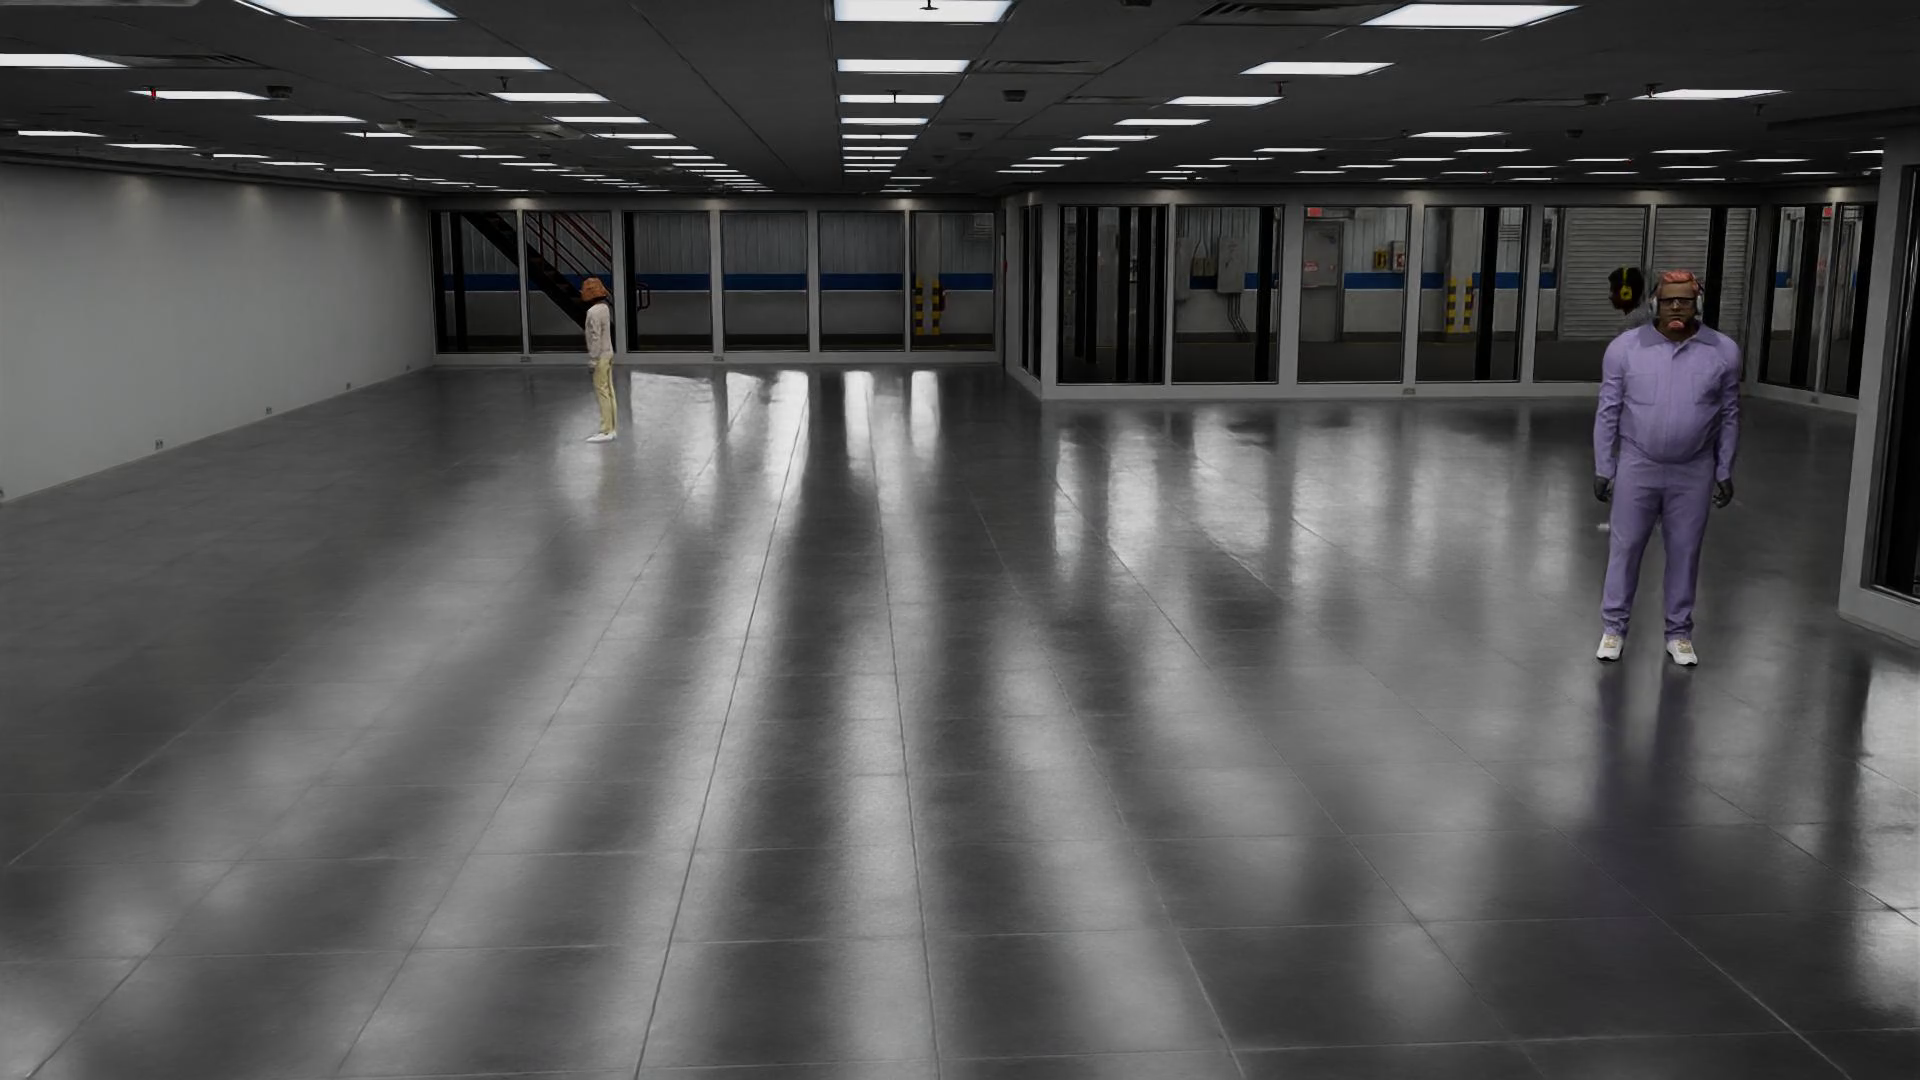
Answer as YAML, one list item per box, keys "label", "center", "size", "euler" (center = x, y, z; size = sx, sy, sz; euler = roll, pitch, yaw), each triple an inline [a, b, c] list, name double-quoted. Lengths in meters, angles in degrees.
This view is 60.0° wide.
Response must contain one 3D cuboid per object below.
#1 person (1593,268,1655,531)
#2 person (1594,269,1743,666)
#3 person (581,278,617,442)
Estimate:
- label: "person"
  center: [4.640, -0.950, 11.508]
  size: [0.467, 1.846, 0.509]
  euler: [9, 14, 42]
- label: "person"
  center: [3.397, -0.340, 8.022]
  size: [0.651, 1.906, 0.403]
  euler: [3, 11, 16]
- label: "person"
  center: [-3.610, -1.797, 16.618]
  size: [0.286, 1.632, 0.500]
  euler: [1, 11, 4]
